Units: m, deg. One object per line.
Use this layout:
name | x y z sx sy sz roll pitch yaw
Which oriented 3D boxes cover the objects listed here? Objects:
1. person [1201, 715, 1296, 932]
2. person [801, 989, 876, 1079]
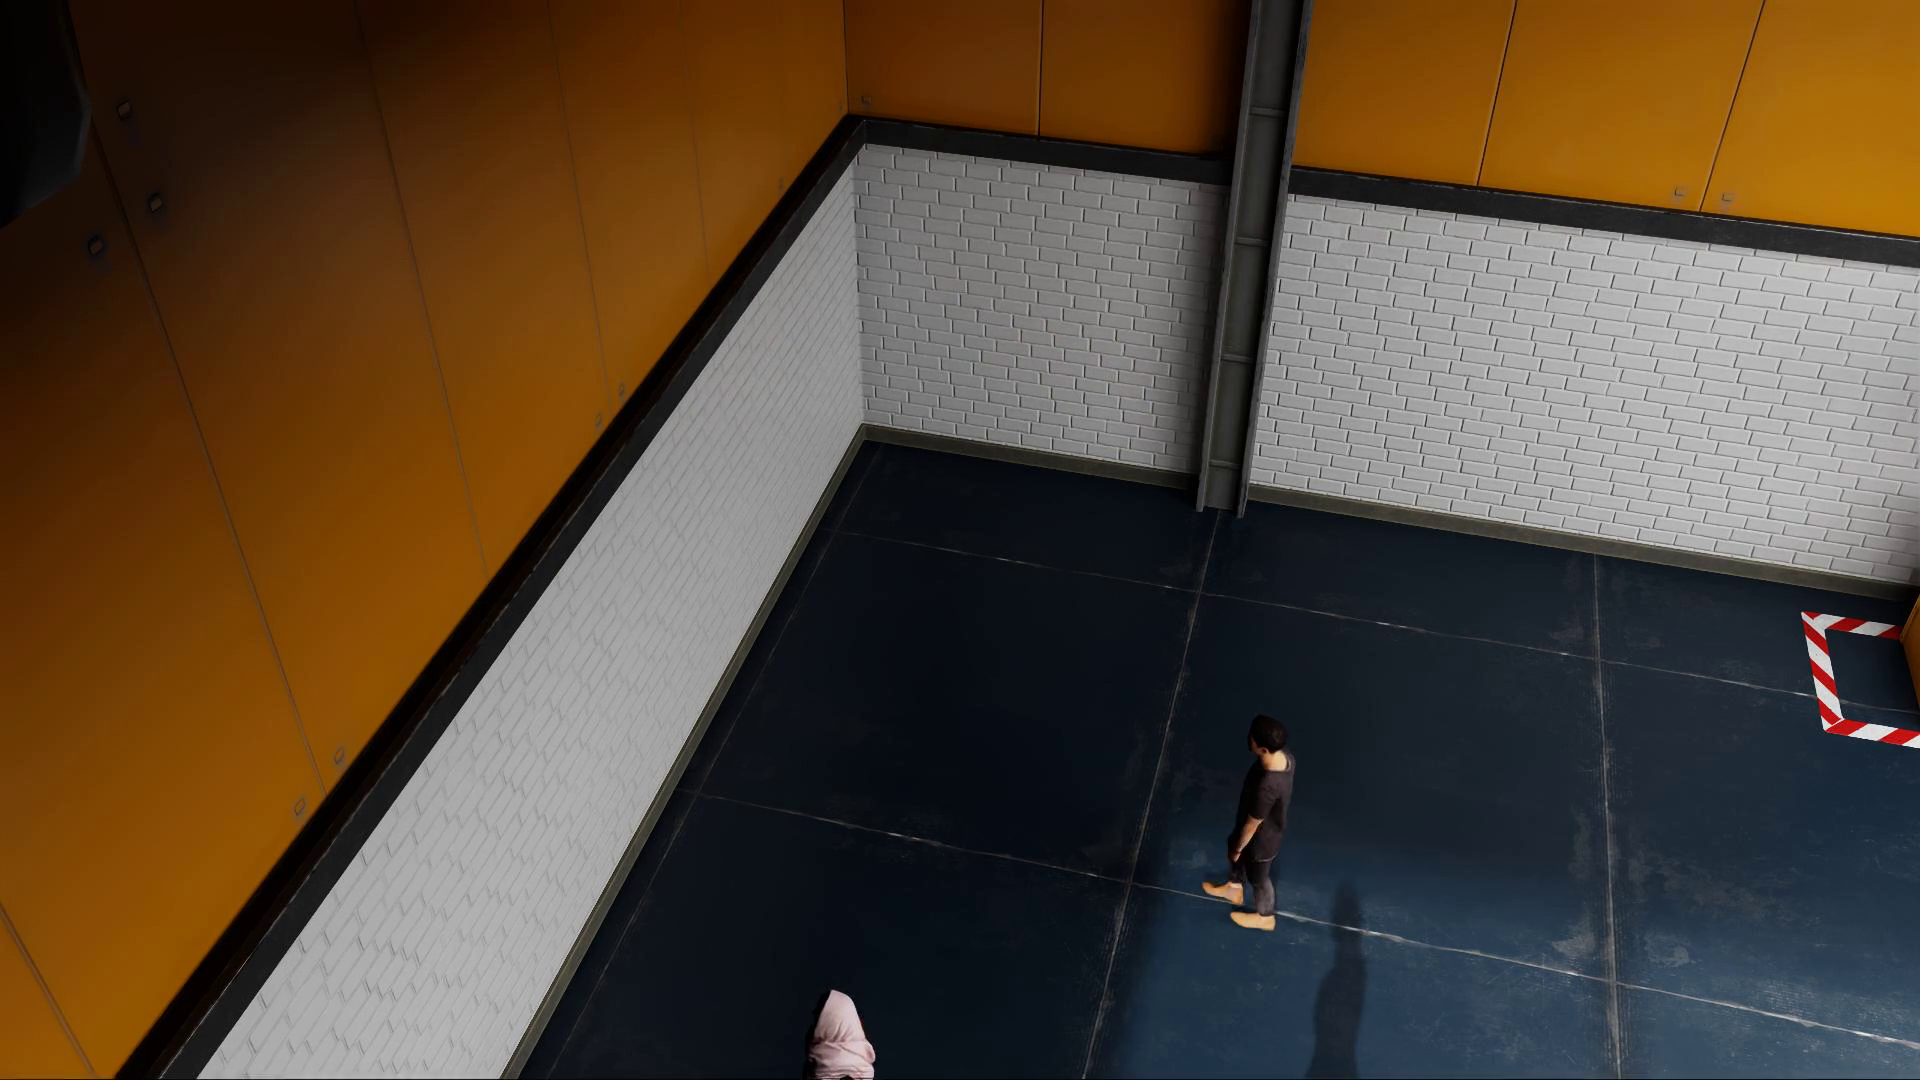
person | 1.881 1.738 9.999 0.767 1.697 0.690 13 40 16
person | -0.537 2.908 8.605 1.090 1.607 0.779 2 39 2
